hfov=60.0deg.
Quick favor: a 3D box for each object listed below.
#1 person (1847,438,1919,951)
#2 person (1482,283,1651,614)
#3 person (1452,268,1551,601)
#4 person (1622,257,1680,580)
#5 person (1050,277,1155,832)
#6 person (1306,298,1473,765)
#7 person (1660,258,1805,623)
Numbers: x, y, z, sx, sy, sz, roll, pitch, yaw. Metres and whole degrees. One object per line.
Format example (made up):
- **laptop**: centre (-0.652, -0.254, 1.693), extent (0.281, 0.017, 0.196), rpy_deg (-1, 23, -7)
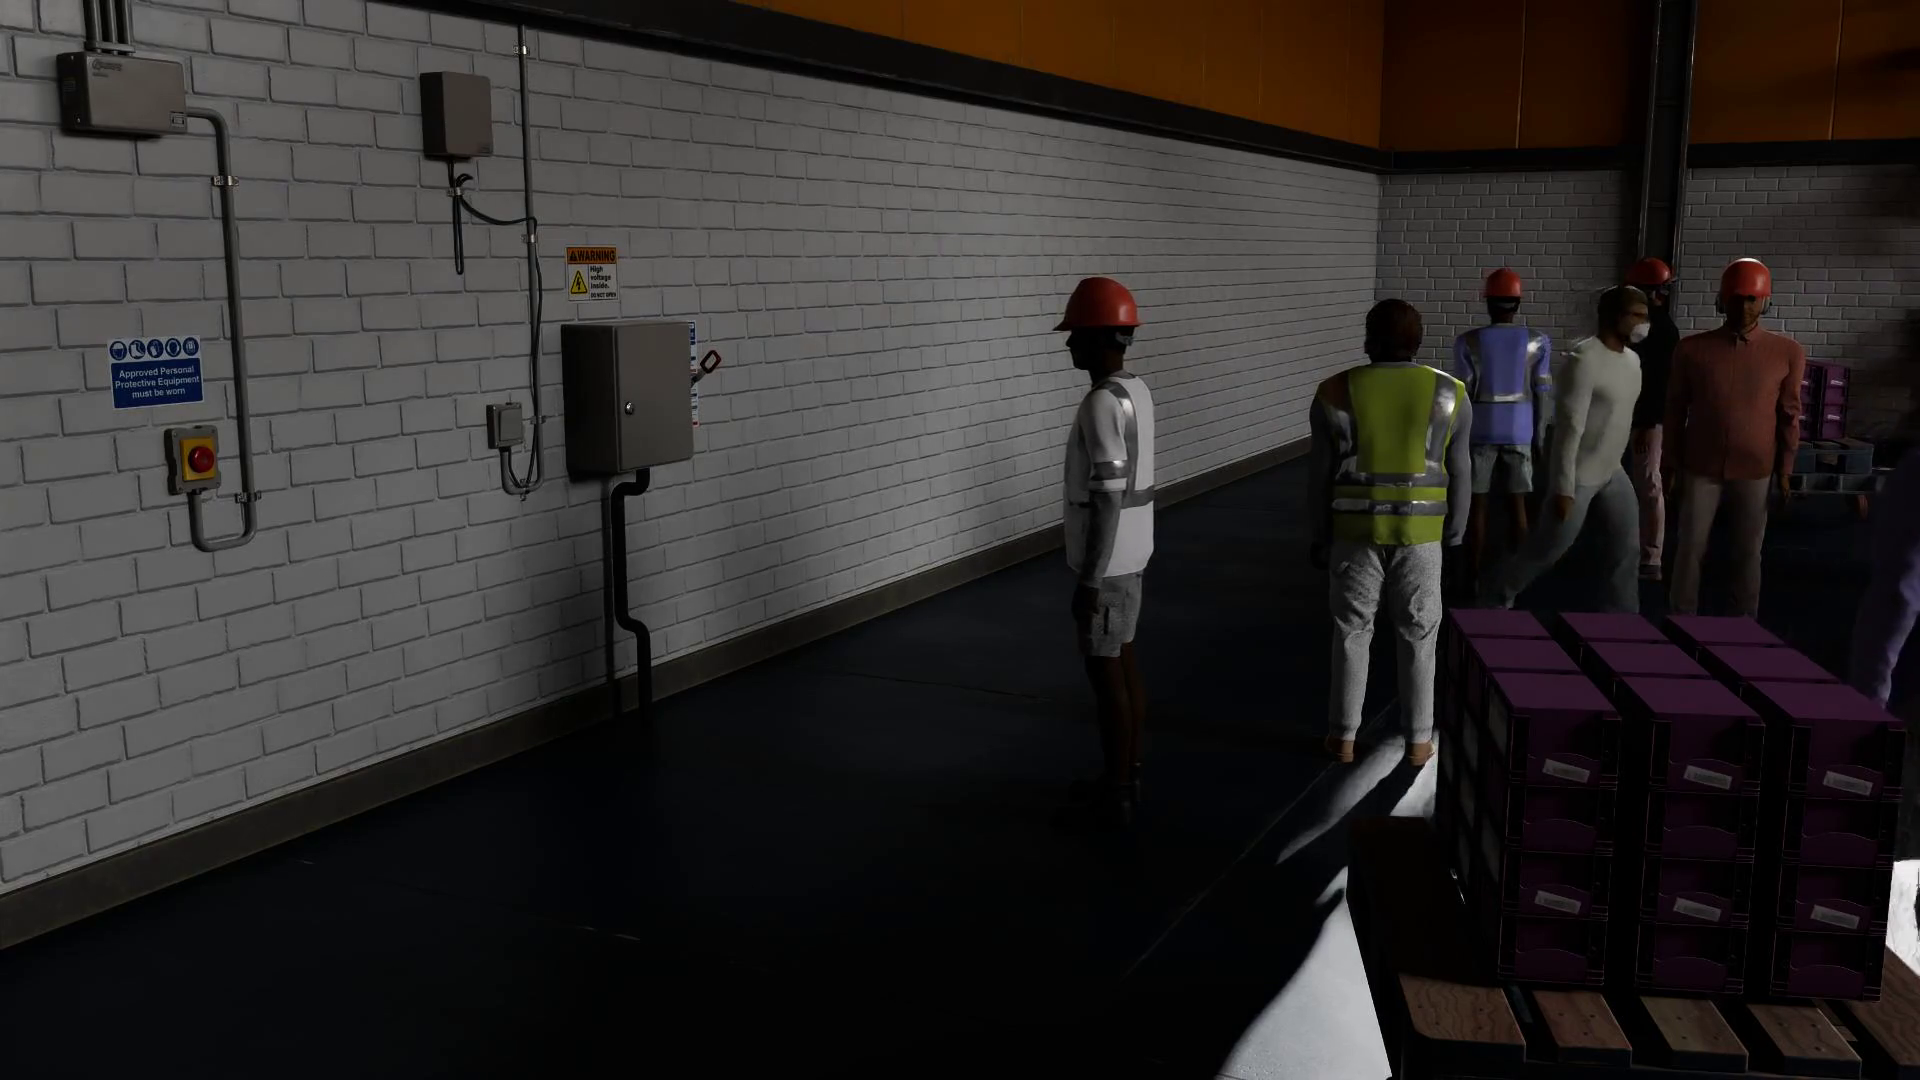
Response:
- **person**: centre (2.428, 0.356, 4.263), extent (0.646, 1.907, 0.871), rpy_deg (-7, 12, -33)
- **person**: centre (3.023, -0.318, 8.178), extent (0.656, 1.891, 1.025), rpy_deg (-8, 13, -40)
- **person**: centre (3.136, -0.610, 9.709), extent (0.550, 1.933, 0.377), rpy_deg (2, 10, 10)
- **person**: centre (4.248, -0.750, 10.350), extent (0.397, 1.992, 0.623), rpy_deg (4, 10, 20)
- **person**: centre (0.490, 0.056, 5.850), extent (0.365, 1.935, 0.553), rpy_deg (3, 10, 18)
- **person**: centre (1.685, -0.023, 6.577), extent (0.629, 1.846, 0.429), rpy_deg (2, 10, 11)
- **person**: centre (3.725, -0.357, 8.071), extent (0.612, 1.996, 0.376), rpy_deg (4, 11, 21)
